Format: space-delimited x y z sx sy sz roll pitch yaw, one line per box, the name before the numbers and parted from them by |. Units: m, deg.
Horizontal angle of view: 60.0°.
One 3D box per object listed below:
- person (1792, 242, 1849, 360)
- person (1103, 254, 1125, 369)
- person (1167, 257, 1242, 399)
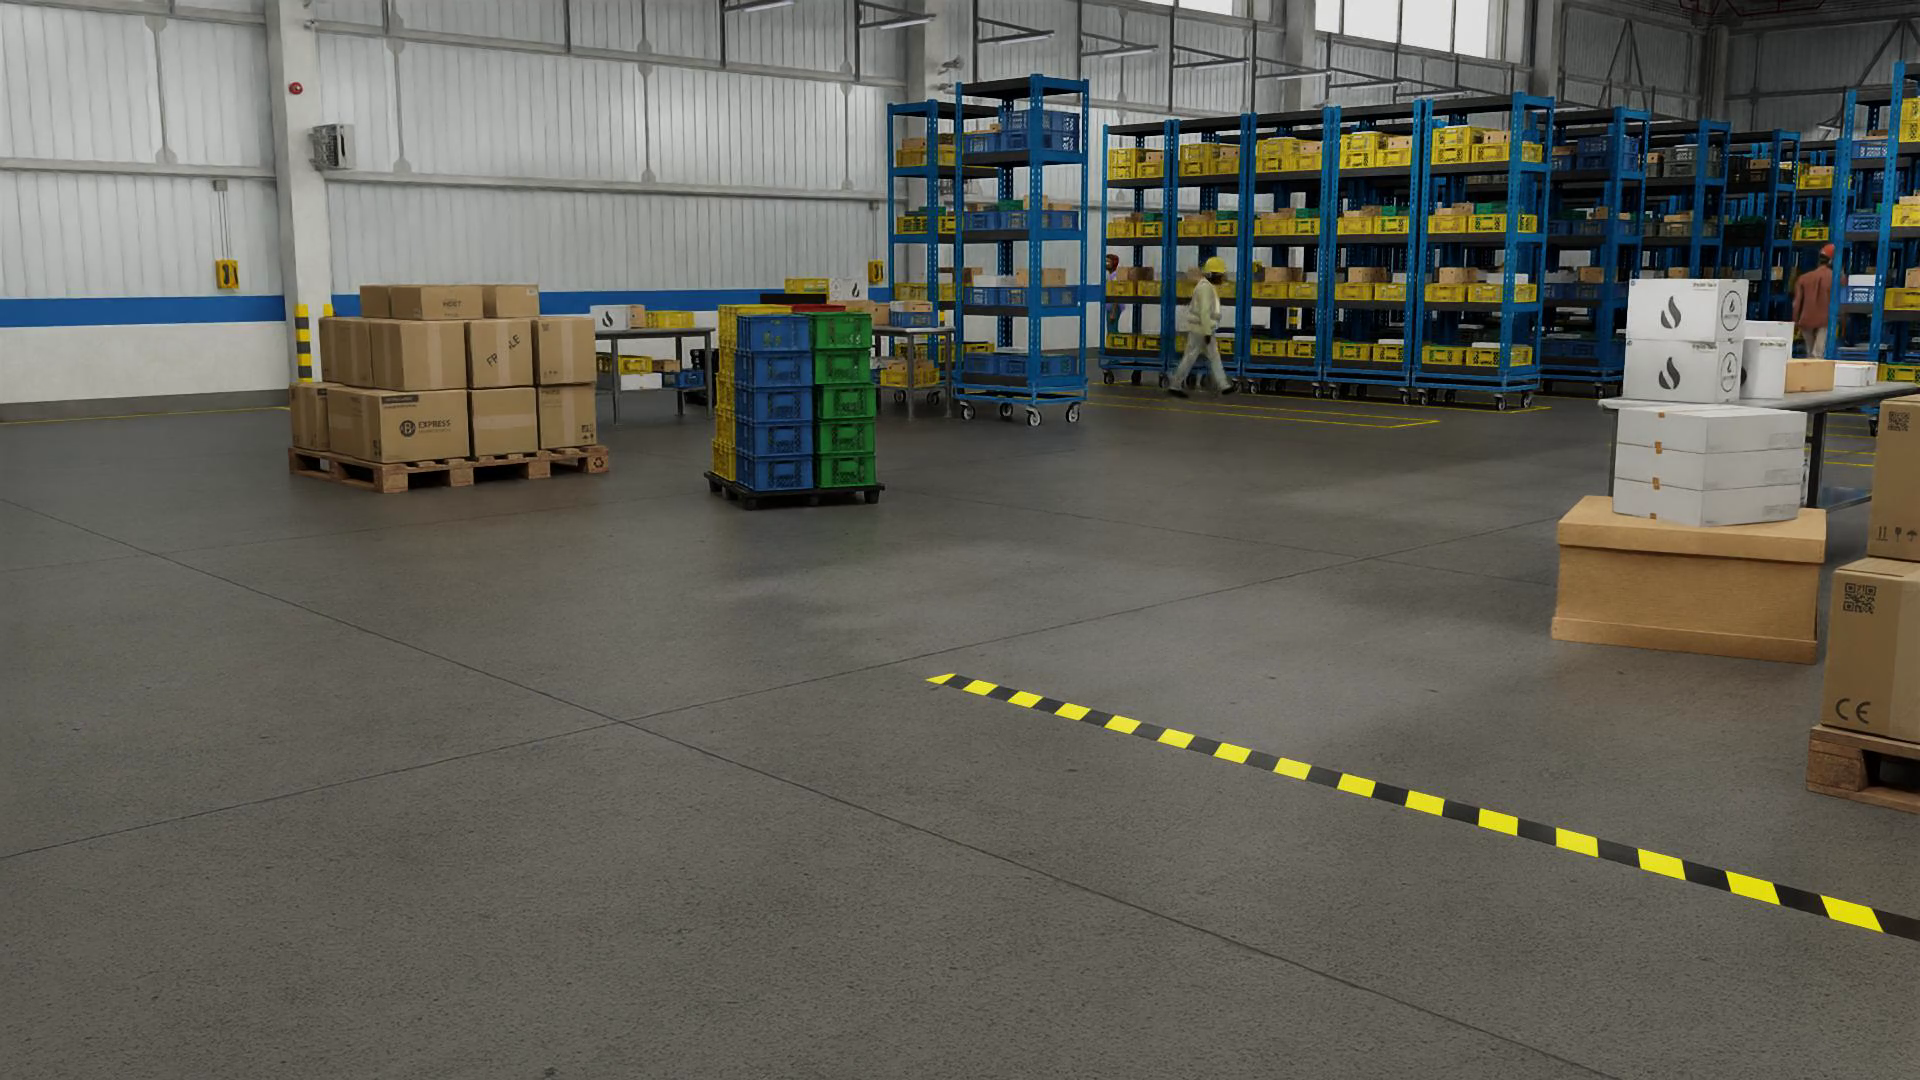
person | 10.472 -2.648 20.297 0.854 1.962 0.632 -8 12 -40
person | 2.459 -3.662 26.730 0.382 1.846 0.571 0 9 -2
person | 3.041 -2.625 20.705 0.953 1.772 0.624 3 10 19
